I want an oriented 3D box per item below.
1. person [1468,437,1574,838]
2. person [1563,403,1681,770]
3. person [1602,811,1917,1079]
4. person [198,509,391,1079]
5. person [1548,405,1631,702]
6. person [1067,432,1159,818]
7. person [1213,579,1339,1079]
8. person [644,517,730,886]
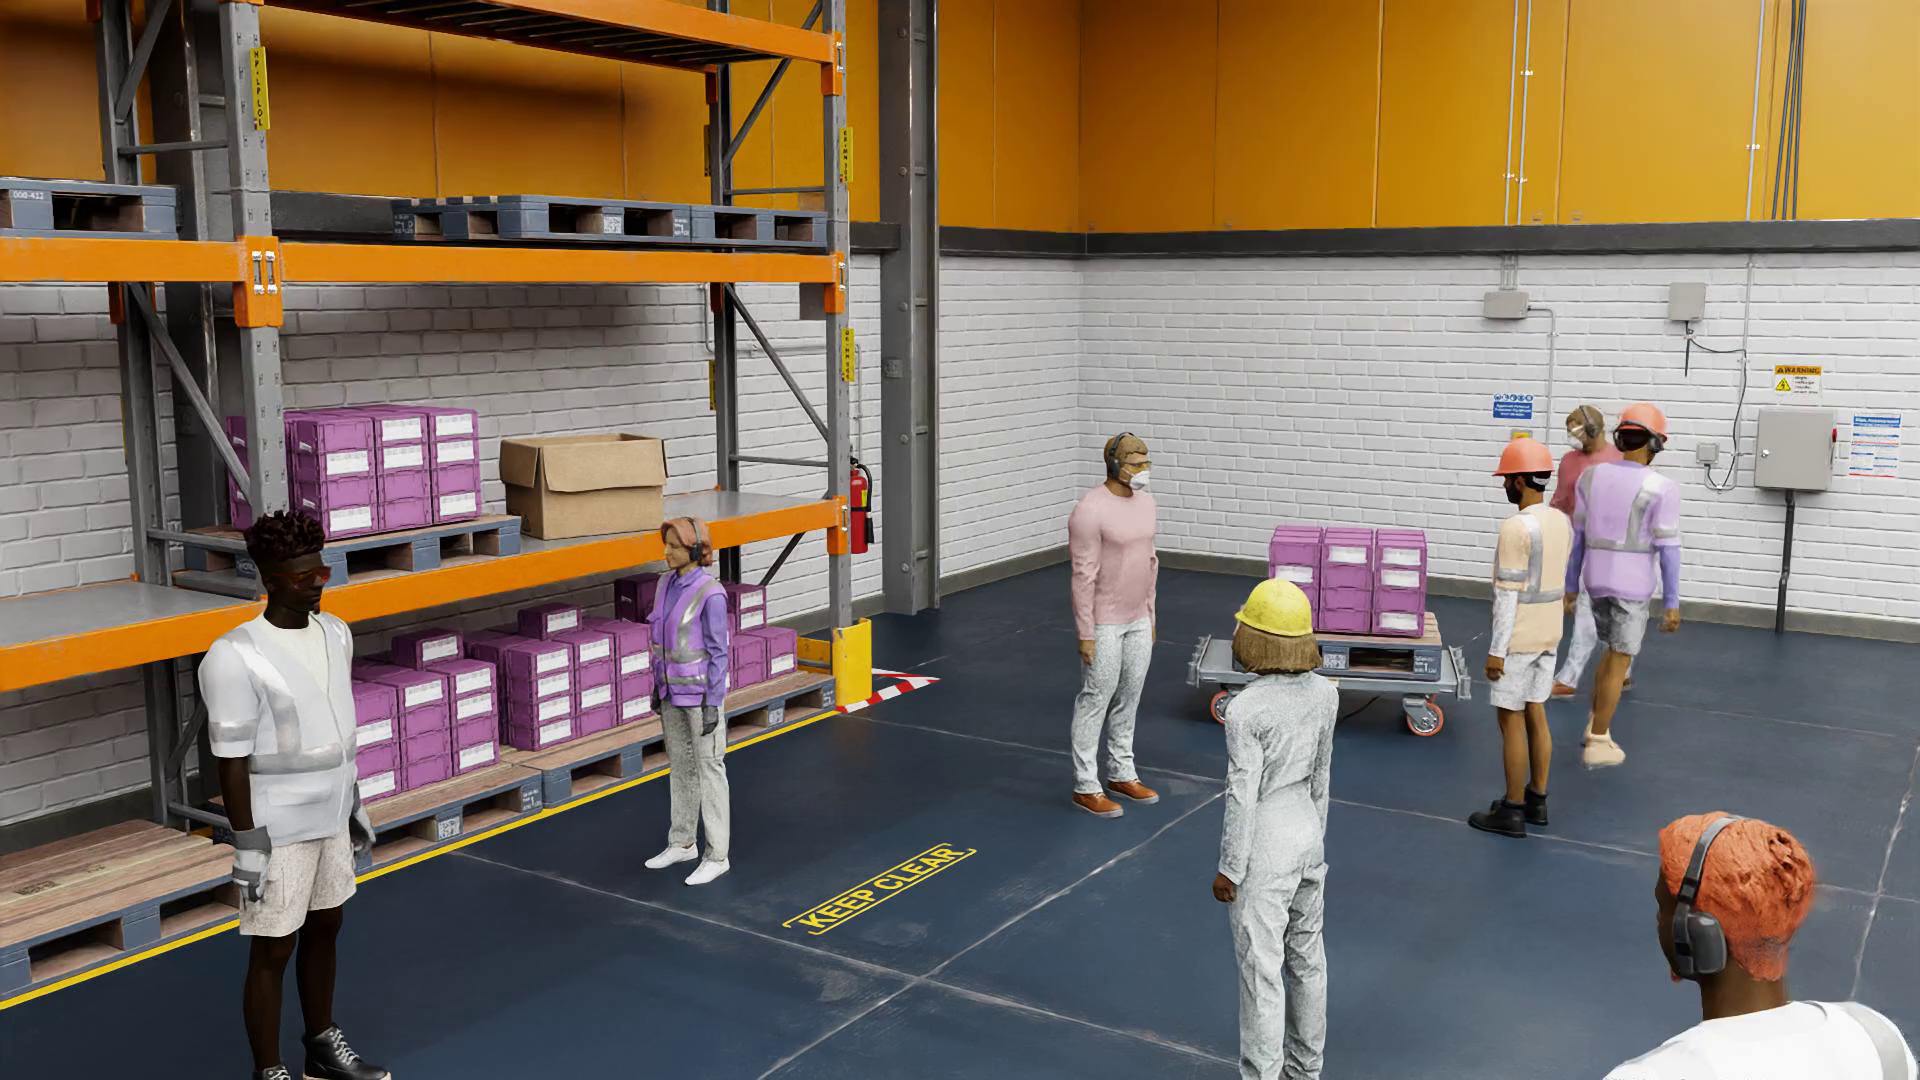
[{"bbox_3d":[2.715,0.467,8.064,0.539,1.929,0.380,-8,12,-43],"label":"person"},{"bbox_3d":[3.622,0.264,9.085,0.534,2.007,0.664,-5,10,-31],"label":"person"},{"bbox_3d":[1.160,1.337,2.566,0.578,1.880,0.359,-3,9,-20],"label":"person"},{"bbox_3d":[-2.091,0.875,5.270,0.368,1.966,0.602,2,9,16],"label":"person"},{"bbox_3d":[3.992,0.084,10.691,0.934,1.877,0.657,-3,9,-18],"label":"person"},{"bbox_3d":[0.782,0.417,8.376,0.369,1.932,0.635,8,12,42],"label":"person"},{"bbox_3d":[0.986,0.983,5.286,0.487,1.746,0.287,-8,12,-41],"label":"person"},{"bbox_3d":[-1.206,0.704,7.428,0.307,1.644,0.514,-8,12,-42],"label":"person"}]
